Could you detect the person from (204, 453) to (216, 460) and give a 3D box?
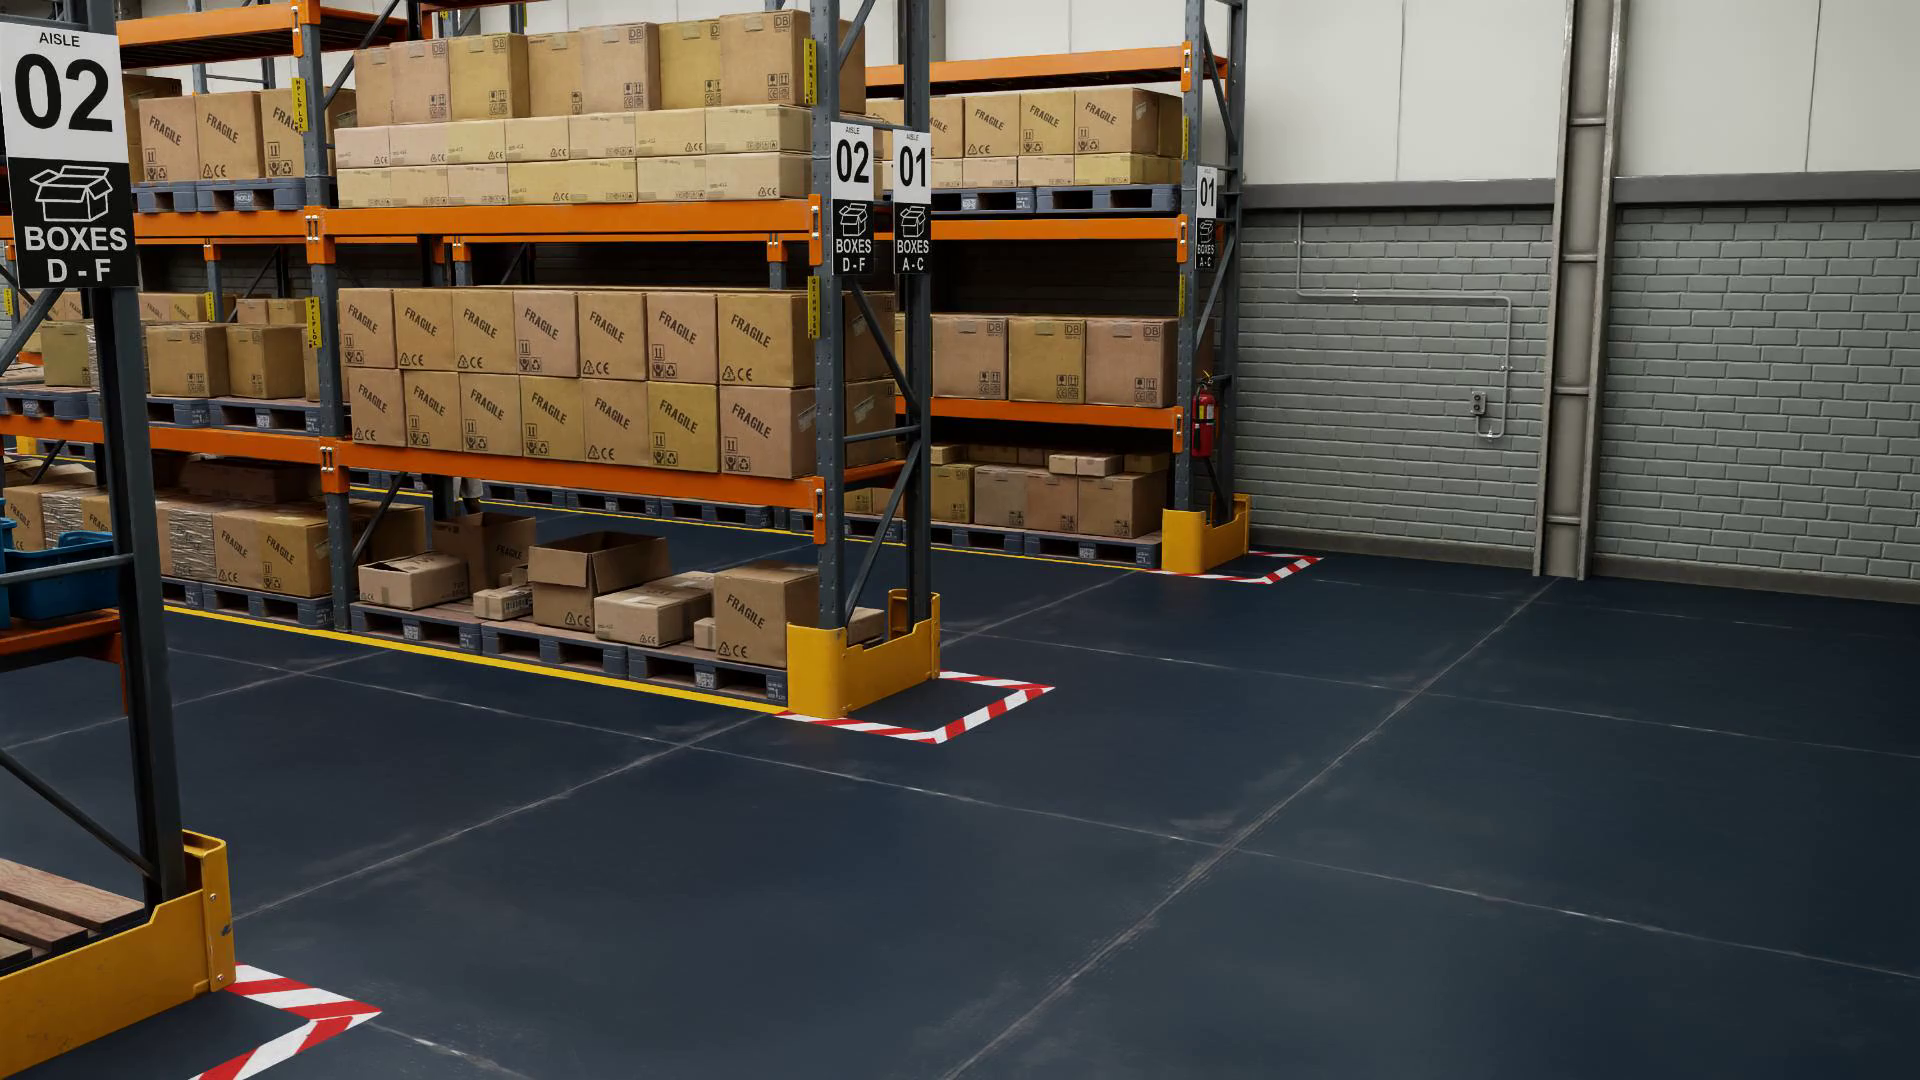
[{"bbox_3d":[-7.677,-1.321,17.349,0.998,1.827,0.507,6,11,30],"label":"person"}]

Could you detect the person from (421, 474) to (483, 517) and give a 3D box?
[{"bbox_3d":[-3.901,-0.651,12.757,0.395,2.039,0.607,5,11,28],"label":"person"}]
